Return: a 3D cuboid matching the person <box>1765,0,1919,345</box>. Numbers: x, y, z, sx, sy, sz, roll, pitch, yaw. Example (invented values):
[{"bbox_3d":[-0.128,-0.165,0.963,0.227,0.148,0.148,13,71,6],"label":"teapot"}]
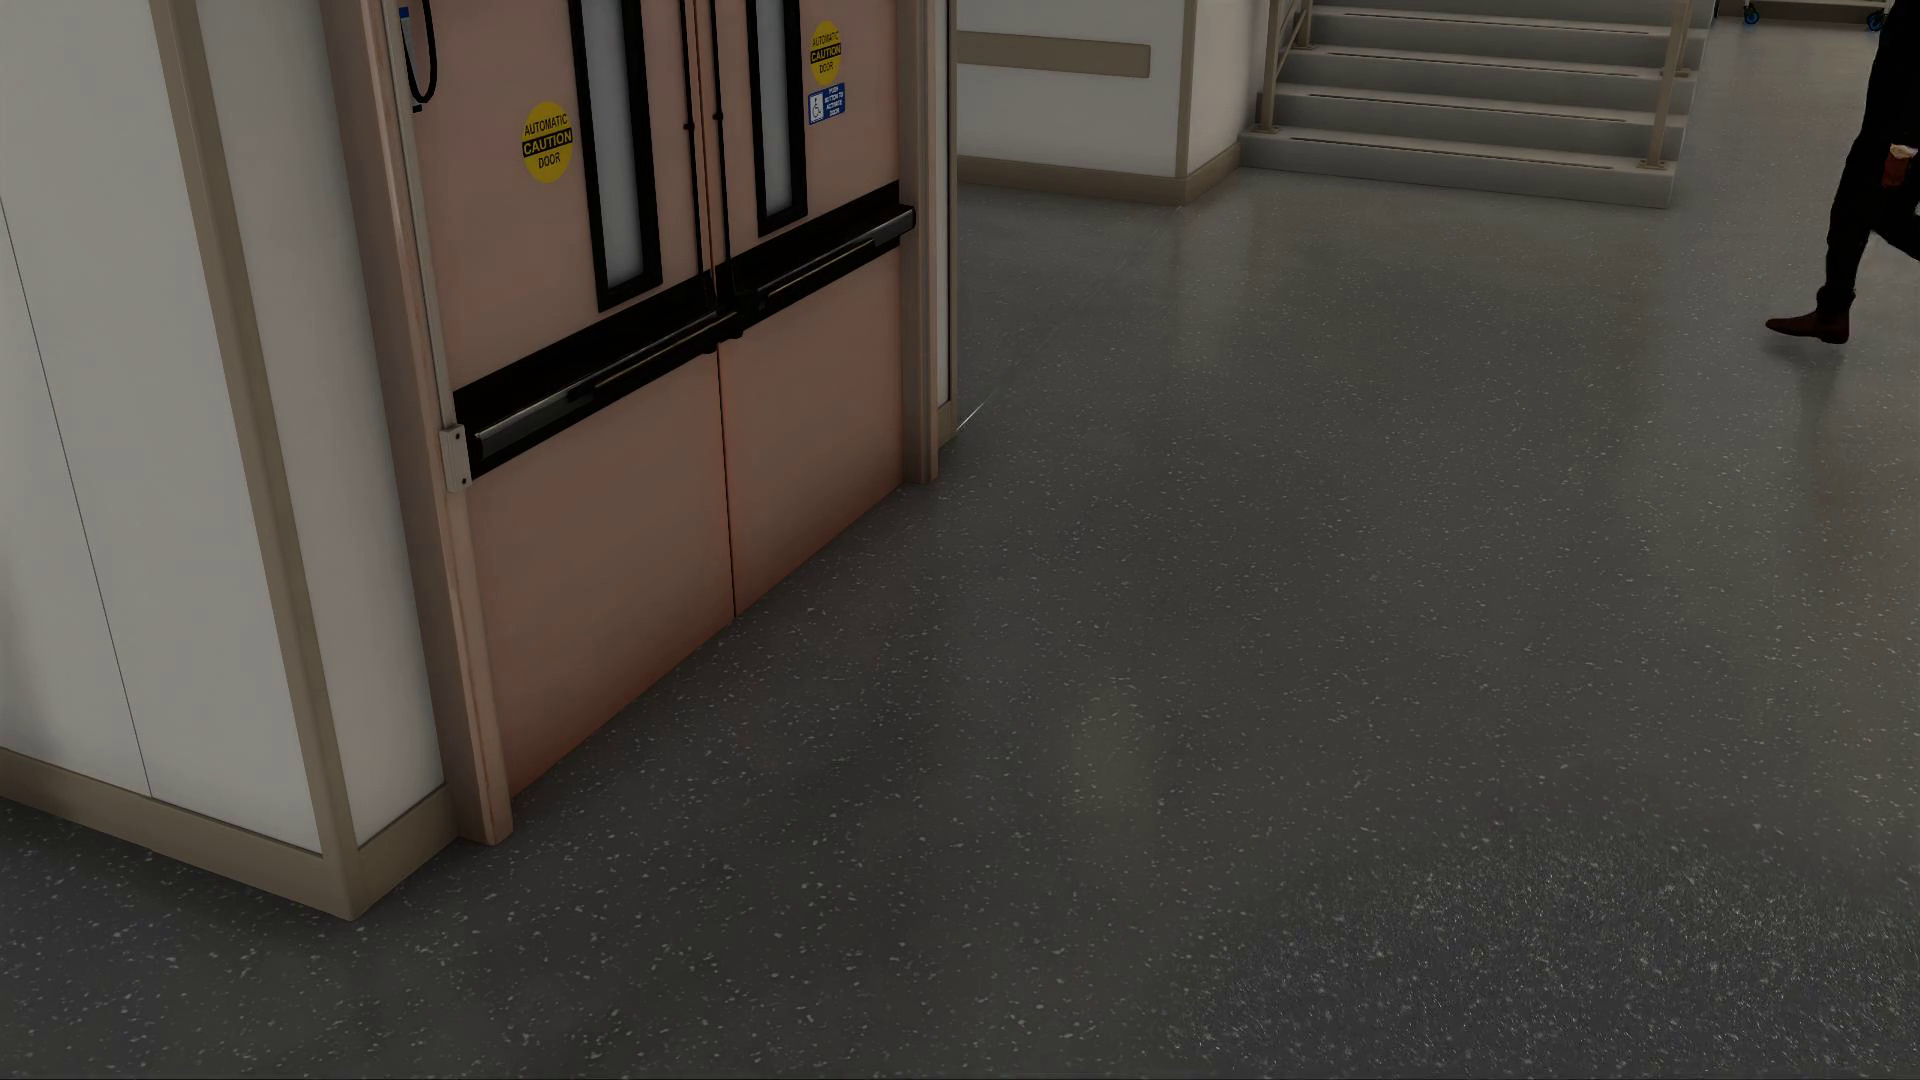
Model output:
[{"bbox_3d":[4.102,-1.709,7.080,0.841,1.884,1.076,15,29,28],"label":"person"}]
